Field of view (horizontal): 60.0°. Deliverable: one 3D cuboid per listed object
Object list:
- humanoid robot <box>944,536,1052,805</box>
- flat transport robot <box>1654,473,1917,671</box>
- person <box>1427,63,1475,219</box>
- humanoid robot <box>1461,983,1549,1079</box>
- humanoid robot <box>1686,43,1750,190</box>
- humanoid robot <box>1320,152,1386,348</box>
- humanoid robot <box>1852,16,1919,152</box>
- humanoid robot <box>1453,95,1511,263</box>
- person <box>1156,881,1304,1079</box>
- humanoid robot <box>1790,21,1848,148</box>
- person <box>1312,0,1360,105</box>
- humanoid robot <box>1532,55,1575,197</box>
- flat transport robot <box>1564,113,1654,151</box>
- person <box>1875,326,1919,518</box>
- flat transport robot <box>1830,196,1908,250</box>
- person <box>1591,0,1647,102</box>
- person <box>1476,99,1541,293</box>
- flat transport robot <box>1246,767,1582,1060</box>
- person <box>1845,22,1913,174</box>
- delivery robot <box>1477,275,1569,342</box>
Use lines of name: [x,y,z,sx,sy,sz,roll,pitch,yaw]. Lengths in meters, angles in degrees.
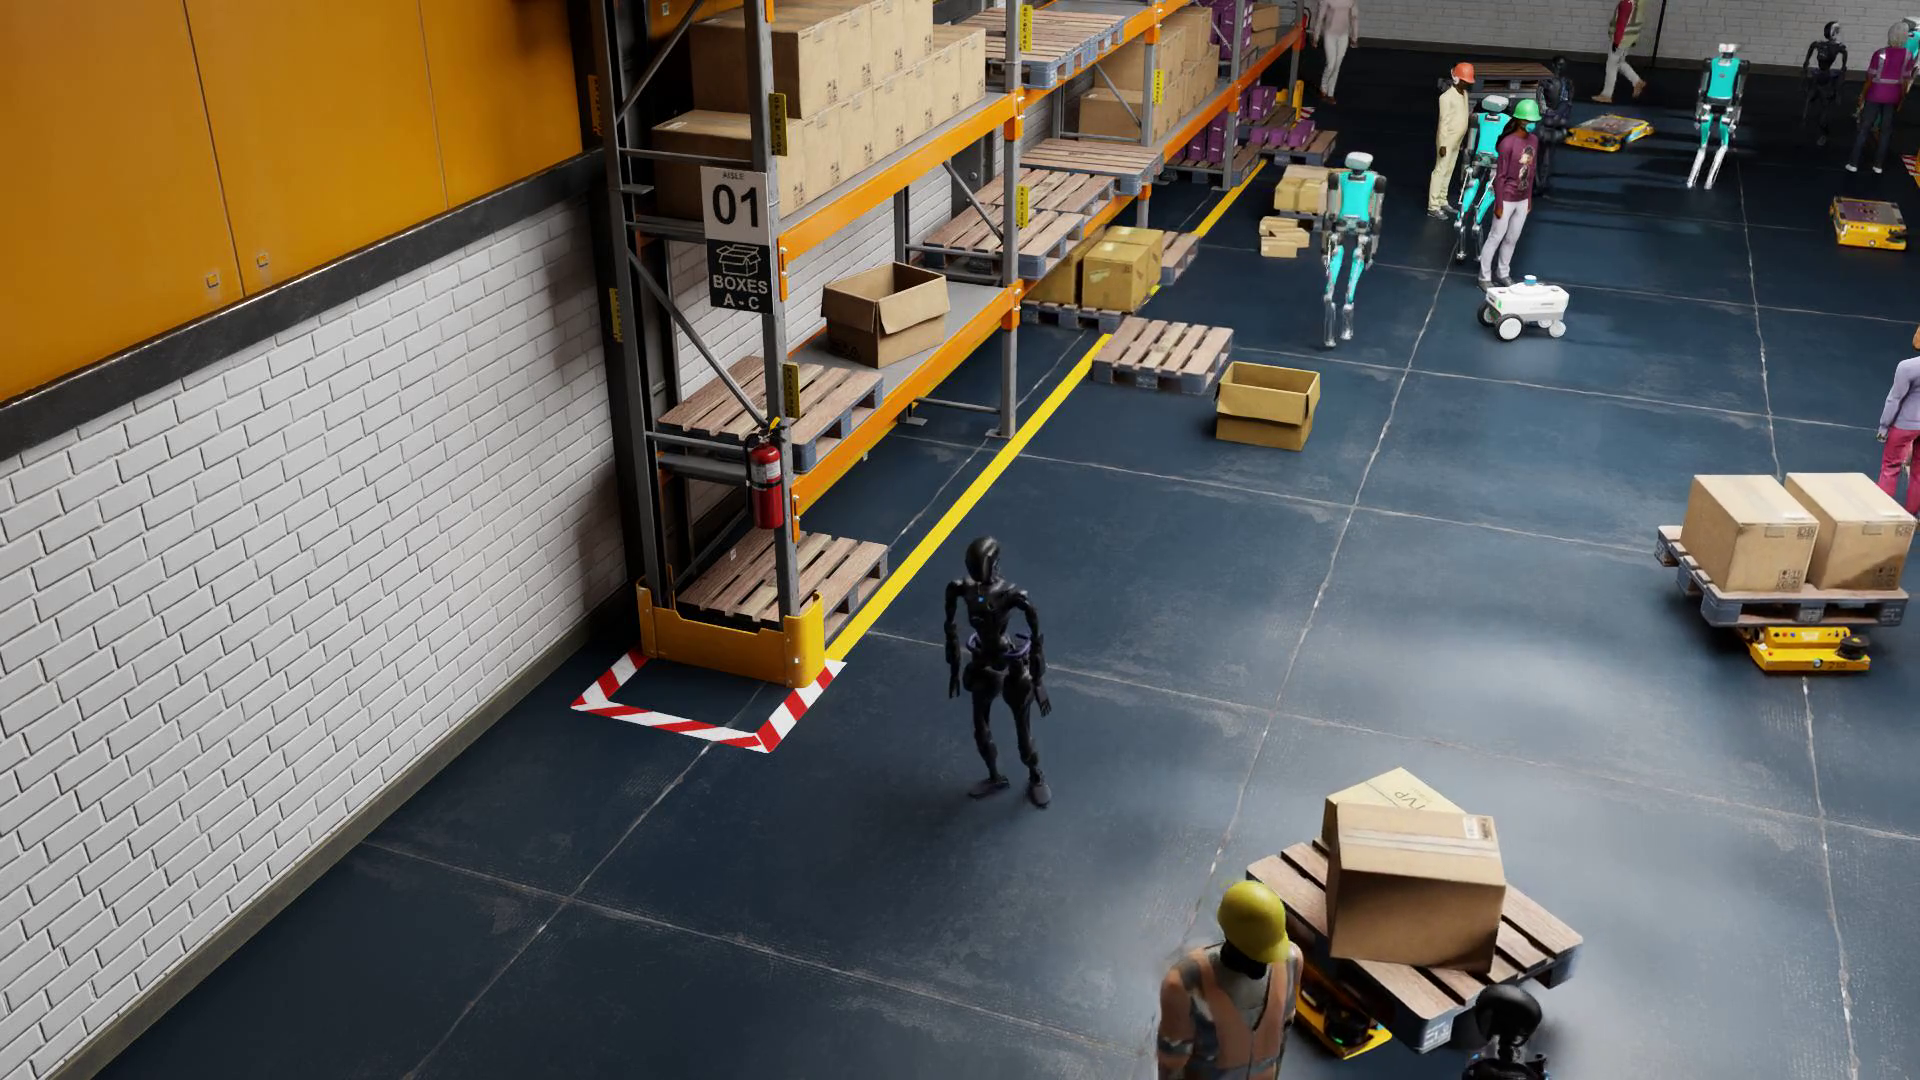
humanoid robot: [0.220,0.693,8.872,0.608,1.636,0.424,12,29,21]
flat transport robot: [5.321,0.418,10.940,0.659,0.231,1.431,0,27,0]
person: [5.626,-4.568,19.000,0.336,1.742,0.562,19,33,33]
humanoid robot: [1.858,2.255,5.850,0.402,1.661,0.610,10,29,19]
humanoid robot: [9.156,-5.115,20.061,0.540,1.792,0.682,17,32,29]
humanoid robot: [3.528,-2.588,15.183,0.530,1.761,0.838,8,28,15]
humanoid robot: [11.841,-5.765,21.356,0.820,1.796,0.563,-13,30,-24]
humanoid robot: [5.339,-3.681,17.143,0.533,1.677,0.735,19,33,32]
person: [0.983,2.022,6.075,0.600,1.892,0.859,-10,29,-18]
humanoid robot: [11.346,-5.982,21.835,0.591,1.633,0.615,-16,31,-28]
person: [5.444,-7.243,23.998,0.650,1.917,0.500,-8,28,-15]
humanoid robot: [6.988,-4.898,19.718,0.601,1.637,0.374,-9,29,-17]
flat transport robot: [8.749,-5.483,22.387,0.659,0.231,1.431,22,35,36]
person: [6.771,-0.802,11.824,0.498,1.629,0.288,-2,27,-4]
flat transport robot: [10.175,-3.557,18.651,0.659,0.231,1.431,10,29,19]
person: [9.697,-7.274,24.169,0.617,1.821,0.627,18,32,31]
person: [5.492,-3.423,16.570,0.489,1.943,0.426,-15,31,-26]
flat transport robot: [2.153,1.963,7.942,1.431,0.231,0.659,-15,31,-27]
person: [11.484,-5.499,20.707,0.506,1.839,0.337,7,28,13]
delivery robot: [5.328,-2.198,15.697,0.782,0.589,0.499,-3,27,-5]
